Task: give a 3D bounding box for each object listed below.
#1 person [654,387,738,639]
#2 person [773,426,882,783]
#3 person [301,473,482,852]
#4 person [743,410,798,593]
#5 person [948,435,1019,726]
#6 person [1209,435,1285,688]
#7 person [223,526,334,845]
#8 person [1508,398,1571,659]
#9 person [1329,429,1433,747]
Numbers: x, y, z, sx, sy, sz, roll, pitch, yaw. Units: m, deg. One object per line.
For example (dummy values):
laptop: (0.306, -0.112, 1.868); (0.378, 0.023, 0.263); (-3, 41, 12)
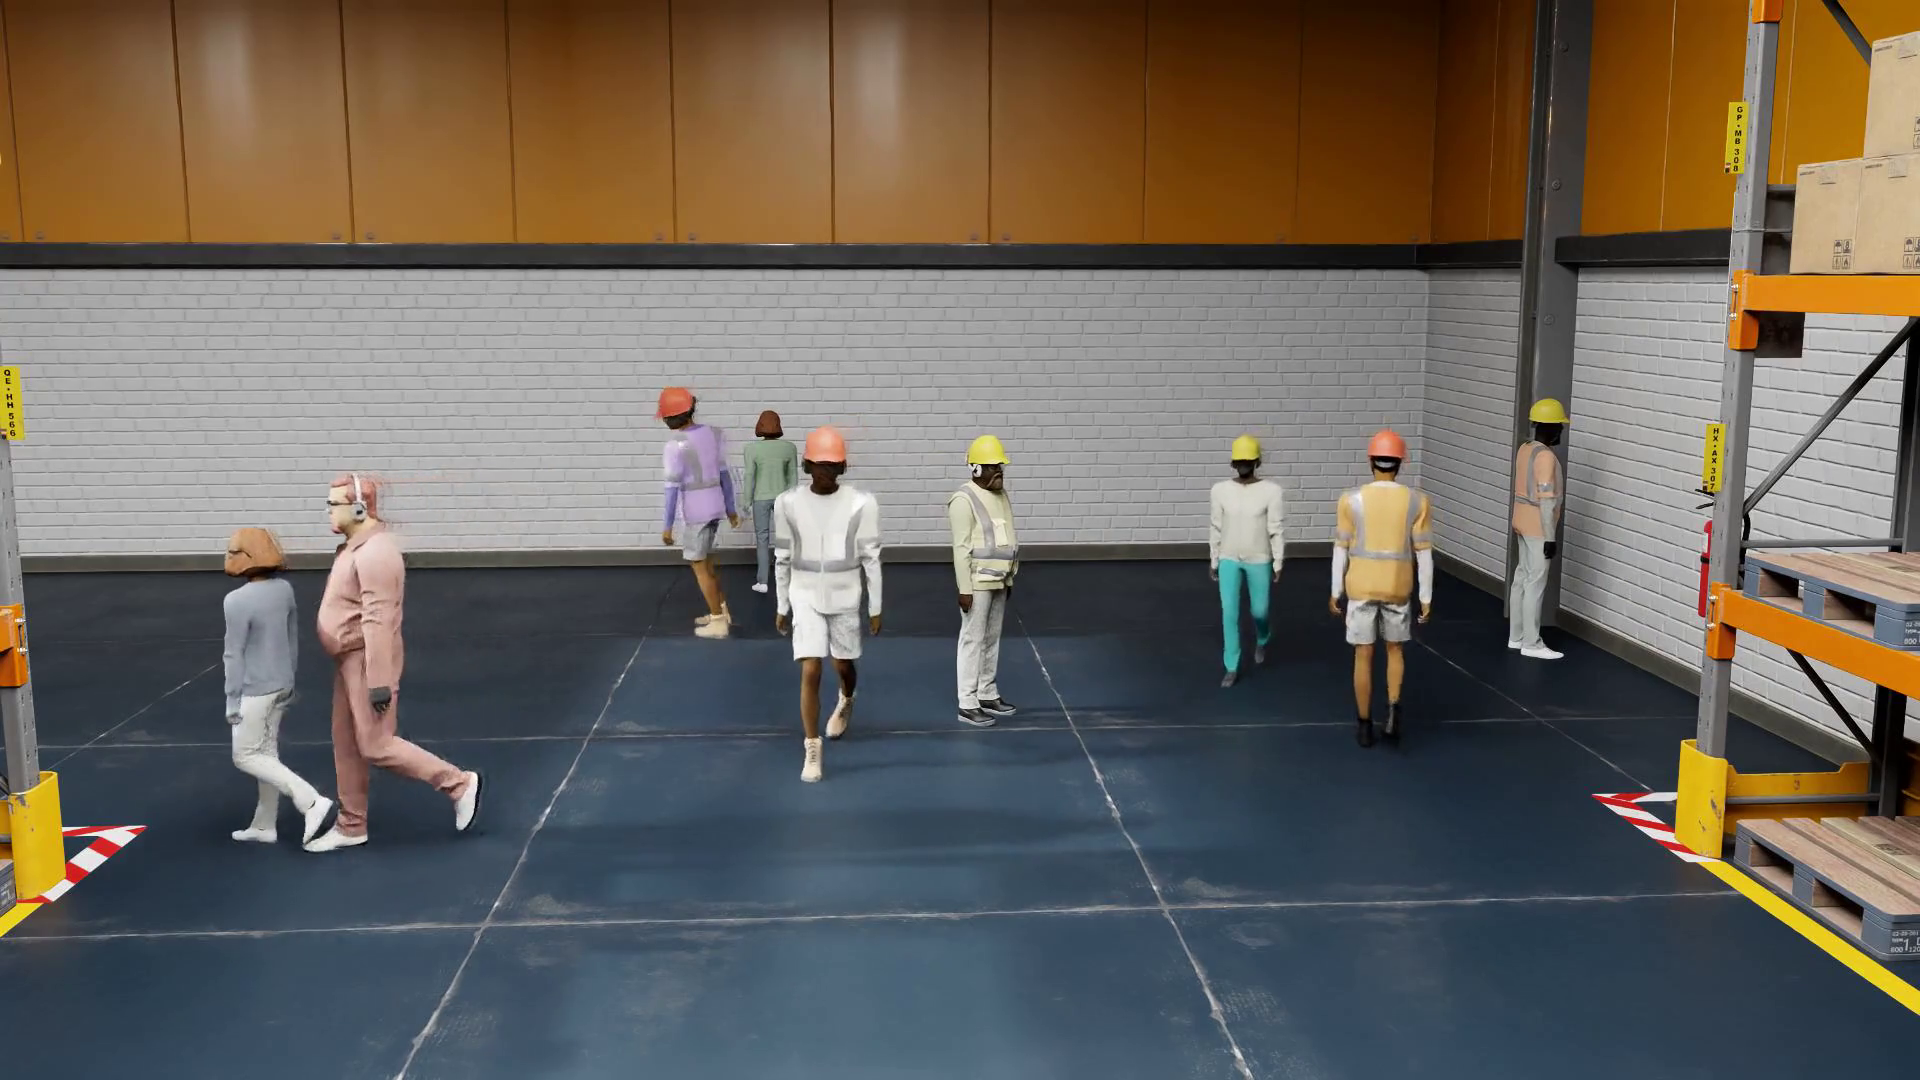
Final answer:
person: (-2.040, -0.201, 12.916); (0.511, 1.982, 0.699); (4, 10, 24)
person: (-0.754, 0.315, 9.646); (0.618, 2.010, 0.956); (0, 9, 0)
person: (-2.840, 0.601, 8.174); (0.777, 1.884, 0.654); (-5, 10, -26)
person: (-1.694, -0.345, 14.896); (0.508, 1.632, 0.271); (-4, 10, -24)
person: (0.167, 0.247, 10.555); (0.404, 1.830, 0.602); (5, 10, 29)
person: (2.007, 0.124, 11.611); (0.527, 1.749, 0.666); (3, 10, 20)
person: (-3.381, 0.734, 8.173); (0.550, 1.613, 0.511); (2, 9, 11)
person: (4.303, -0.089, 12.367); (0.369, 1.928, 0.585); (0, 9, 0)
person: (2.530, 0.291, 10.028); (0.580, 1.914, 0.460); (1, 9, 9)
